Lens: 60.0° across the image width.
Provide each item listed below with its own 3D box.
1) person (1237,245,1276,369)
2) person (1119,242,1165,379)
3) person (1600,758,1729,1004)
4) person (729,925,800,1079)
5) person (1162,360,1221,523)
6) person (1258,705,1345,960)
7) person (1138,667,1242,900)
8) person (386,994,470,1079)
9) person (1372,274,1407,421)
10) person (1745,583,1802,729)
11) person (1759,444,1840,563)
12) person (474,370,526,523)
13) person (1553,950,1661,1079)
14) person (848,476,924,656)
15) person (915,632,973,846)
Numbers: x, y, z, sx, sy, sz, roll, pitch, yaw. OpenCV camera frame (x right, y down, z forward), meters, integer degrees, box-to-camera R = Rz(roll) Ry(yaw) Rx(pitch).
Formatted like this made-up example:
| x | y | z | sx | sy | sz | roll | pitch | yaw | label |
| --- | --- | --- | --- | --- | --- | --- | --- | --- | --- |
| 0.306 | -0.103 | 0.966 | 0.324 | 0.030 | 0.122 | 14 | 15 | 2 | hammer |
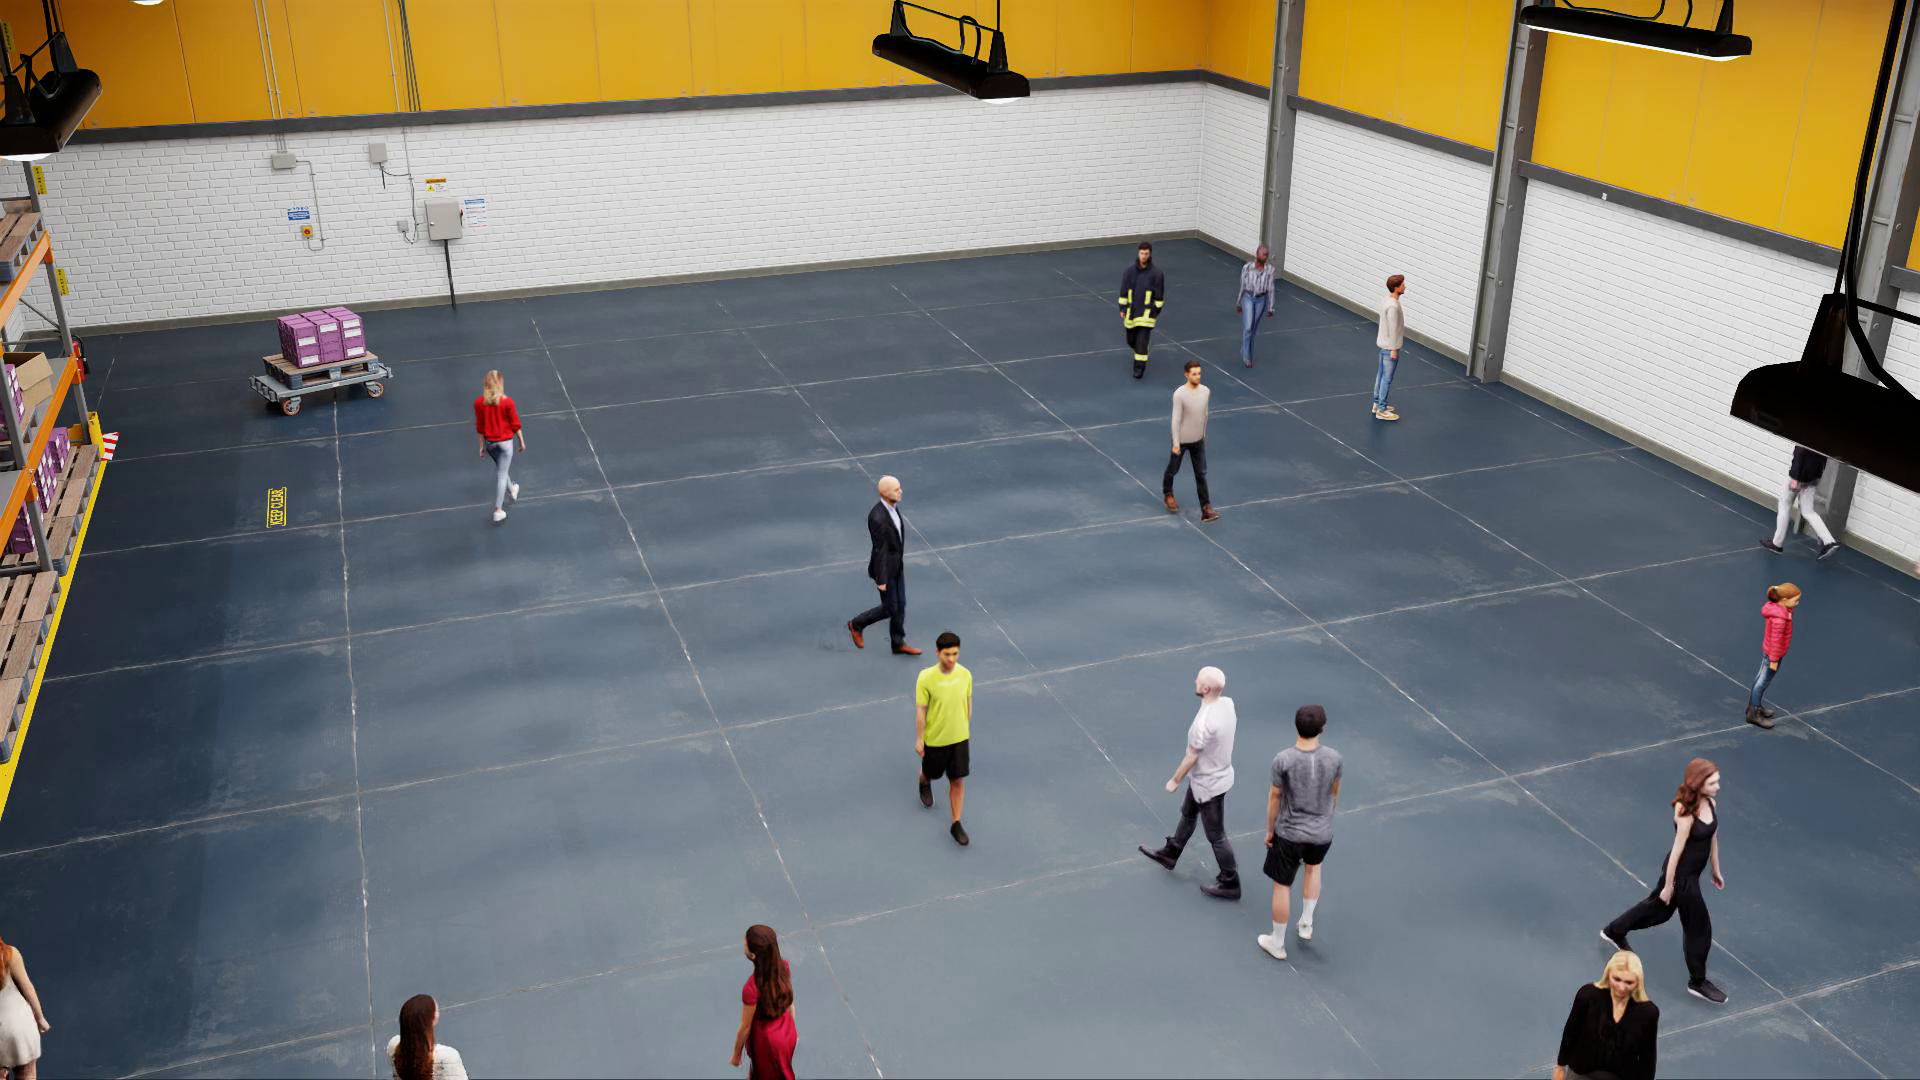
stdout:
| x | y | z | sx | sy | sz | roll | pitch | yaw | label |
| --- | --- | --- | --- | --- | --- | --- | --- | --- | --- |
| 4.156 | -3.358 | 23.727 | 0.788 | 1.751 | 0.987 | 0 | 24 | -1 | person |
| 2.543 | -3.256 | 23.307 | 1.163 | 1.902 | 1.246 | 8 | 25 | 18 | person |
| 4.739 | 2.185 | 11.102 | 1.212 | 1.708 | 0.953 | 21 | 31 | 39 | person |
| -1.040 | 2.935 | 9.632 | 1.083 | 1.511 | 0.976 | 13 | 27 | 27 | person |
| 2.484 | -1.123 | 18.540 | 0.728 | 1.811 | 1.184 | -10 | 26 | -22 | person |
| 2.376 | 2.010 | 11.316 | 0.777 | 1.856 | 0.832 | -4 | 24 | -10 | person |
| 1.872 | 1.783 | 11.917 | 1.158 | 1.793 | 1.097 | 10 | 26 | 23 | person |
| -2.847 | 3.194 | 8.859 | 1.048 | 1.656 | 1.179 | 8 | 25 | 17 | person |
| 5.583 | -2.529 | 21.639 | 0.799 | 1.905 | 0.663 | 1 | 24 | 3 | person |
| 7.010 | 0.969 | 14.374 | 0.655 | 1.315 | 0.595 | 11 | 26 | 23 | person |
| 8.928 | -0.633 | 17.413 | 0.742 | 1.817 | 1.082 | -12 | 26 | -25 | person |
| -5.136 | -1.007 | 18.477 | 0.940 | 1.651 | 1.225 | 1 | 24 | 3 | person |
| 3.523 | 2.967 | 9.171 | 0.898 | 1.821 | 0.981 | 7 | 25 | 16 | person |
| -0.735 | 0.253 | 15.419 | 1.071 | 1.791 | 1.033 | 8 | 25 | 18 | person |
| -0.153 | 1.456 | 12.796 | 0.665 | 1.687 | 1.046 | -7 | 25 | -16 | person |
